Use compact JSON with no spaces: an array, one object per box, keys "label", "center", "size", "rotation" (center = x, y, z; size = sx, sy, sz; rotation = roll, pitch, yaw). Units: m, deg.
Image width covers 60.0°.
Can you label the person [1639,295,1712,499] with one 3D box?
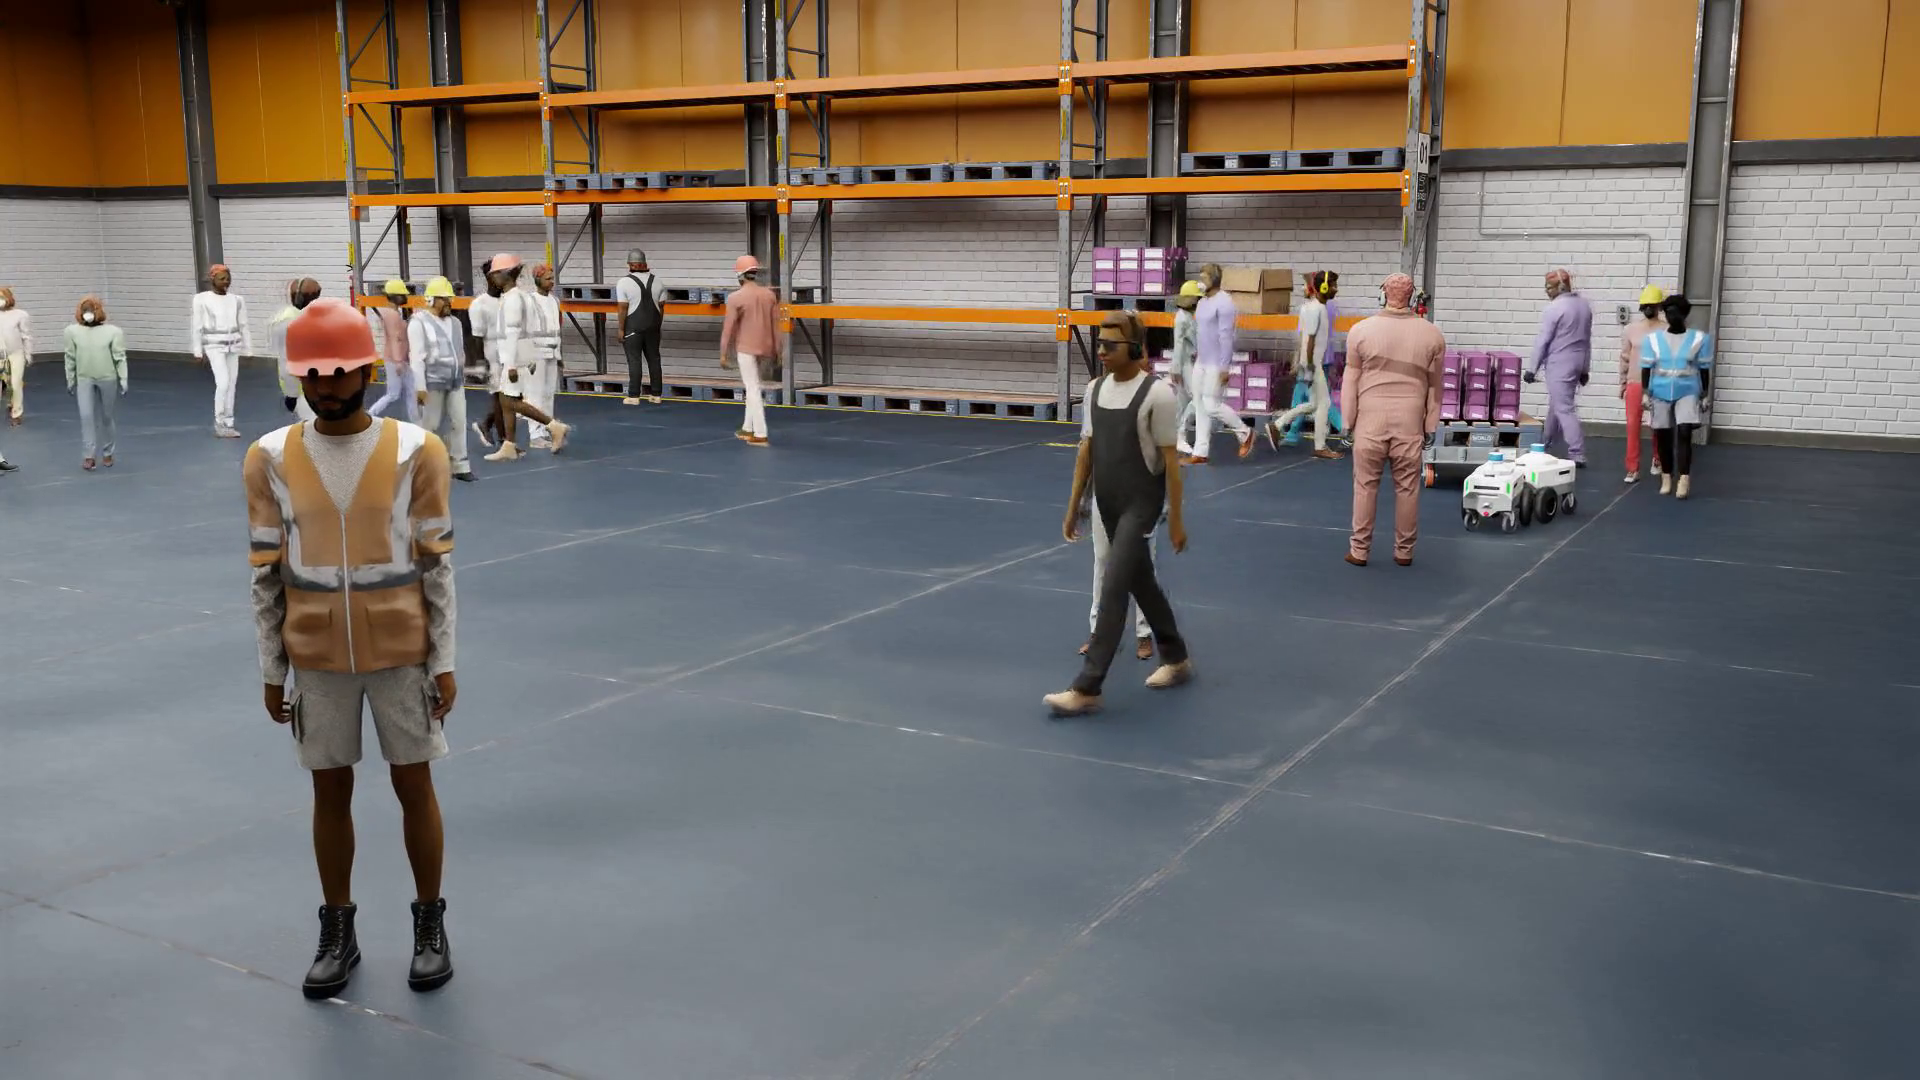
[{"label":"person","center":[5.838,-1.164,13.635],"size":[0.536,1.666,0.741],"rotation":[6,12,32]}]

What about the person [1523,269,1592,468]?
[{"label":"person","center":[5.611,-1.625,15.759],"size":[0.665,1.854,0.926],"rotation":[-8,13,-39]}]

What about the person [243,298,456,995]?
[{"label":"person","center":[-1.657,0.309,4.567],"size":[0.539,1.930,0.383],"rotation":[-2,10,-10]}]

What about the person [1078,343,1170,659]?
[{"label":"person","center":[0.830,-0.218,8.372],"size":[0.500,1.636,0.280],"rotation":[4,11,19]}]

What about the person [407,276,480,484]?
[{"label":"person","center":[-4.579,-1.392,14.535],"size":[0.753,1.814,0.598],"rotation":[6,12,31]}]

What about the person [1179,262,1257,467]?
[{"label":"person","center":[2.420,-1.637,15.601],"size":[0.669,1.926,0.642],"rotation":[-3,11,-18]}]

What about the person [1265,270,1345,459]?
[{"label":"person","center":[3.401,-1.713,16.265],"size":[0.705,1.840,0.533],"rotation":[2,10,14]}]

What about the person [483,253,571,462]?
[{"label":"person","center":[-4.196,-1.741,15.953],"size":[0.739,2.012,0.617],"rotation":[-2,10,-12]}]

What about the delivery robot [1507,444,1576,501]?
[{"label":"delivery robot","center":[4.409,-0.493,12.724],"size":[0.707,0.478,0.477],"rotation":[-10,14,-43]}]

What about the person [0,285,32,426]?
[{"label":"person","center":[-11.030,-2.135,19.283],"size":[0.500,1.620,0.392],"rotation":[-4,11,-20]}]

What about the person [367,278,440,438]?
[{"label":"person","center":[-6.000,-1.897,17.597],"size":[0.801,1.742,0.538],"rotation":[-2,10,-14]}]

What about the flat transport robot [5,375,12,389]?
[{"label":"flat transport robot","center":[-13.700,-2.174,23.313],"size":[0.652,0.197,1.431],"rotation":[-3,10,-17]}]

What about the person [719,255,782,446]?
[{"label":"person","center":[-2.260,-1.978,17.391],"size":[0.836,1.964,0.654],"rotation":[10,14,44]}]

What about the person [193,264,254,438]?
[{"label":"person","center":[-7.905,-2.019,17.912],"size":[0.453,1.864,0.611],"rotation":[7,12,33]}]

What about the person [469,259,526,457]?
[{"label":"person","center":[-4.579,-1.792,16.405],"size":[0.625,1.947,0.635],"rotation":[4,11,23]}]

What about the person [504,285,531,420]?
[{"label":"person","center":[-5.211,-2.228,19.800],"size":[0.470,1.607,0.532],"rotation":[-3,10,-15]}]

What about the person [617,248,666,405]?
[{"label":"person","center":[-4.233,-2.803,21.868],"size":[0.675,2.000,0.536],"rotation":[-8,13,-39]}]

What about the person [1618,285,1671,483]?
[{"label":"person","center":[6.117,-1.394,14.743],"size":[0.530,1.736,0.801],"rotation":[6,12,31]}]

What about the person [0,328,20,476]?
[{"label":"person","center":[-8.819,-1.492,15.033],"size":[0.404,1.832,0.594],"rotation":[-1,10,-4]}]

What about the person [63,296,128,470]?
[{"label":"person","center":[-7.995,-1.446,15.404],"size":[0.522,1.596,0.792],"rotation":[-4,11,-23]}]

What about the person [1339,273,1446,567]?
[{"label":"person","center":[2.781,-0.768,10.761],"size":[0.647,1.901,0.402],"rotation":[0,10,3]}]

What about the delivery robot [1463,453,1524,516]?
[{"label":"delivery robot","center":[3.913,-0.397,12.183],"size":[0.477,0.478,0.707],"rotation":[5,11,25]}]

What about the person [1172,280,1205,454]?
[{"label":"person","center":[2.285,-1.712,16.585],"size":[0.414,1.731,0.490],"rotation":[2,10,14]}]

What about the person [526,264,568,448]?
[{"label":"person","center":[-4.288,-1.893,17.165],"size":[0.357,1.881,0.574],"rotation":[3,11,19]}]

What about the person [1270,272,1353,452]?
[{"label":"person","center":[3.619,-1.798,16.837],"size":[0.887,1.815,0.568],"rotation":[5,11,28]}]

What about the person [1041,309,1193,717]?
[{"label":"person","center":[0.760,-0.144,7.522],"size":[0.983,1.793,0.524],"rotation":[-7,12,-36]}]

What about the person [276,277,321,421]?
[{"label":"person","center":[-5.380,-1.239,13.646],"size":[0.502,1.825,0.640],"rotation":[-1,10,-6]}]
